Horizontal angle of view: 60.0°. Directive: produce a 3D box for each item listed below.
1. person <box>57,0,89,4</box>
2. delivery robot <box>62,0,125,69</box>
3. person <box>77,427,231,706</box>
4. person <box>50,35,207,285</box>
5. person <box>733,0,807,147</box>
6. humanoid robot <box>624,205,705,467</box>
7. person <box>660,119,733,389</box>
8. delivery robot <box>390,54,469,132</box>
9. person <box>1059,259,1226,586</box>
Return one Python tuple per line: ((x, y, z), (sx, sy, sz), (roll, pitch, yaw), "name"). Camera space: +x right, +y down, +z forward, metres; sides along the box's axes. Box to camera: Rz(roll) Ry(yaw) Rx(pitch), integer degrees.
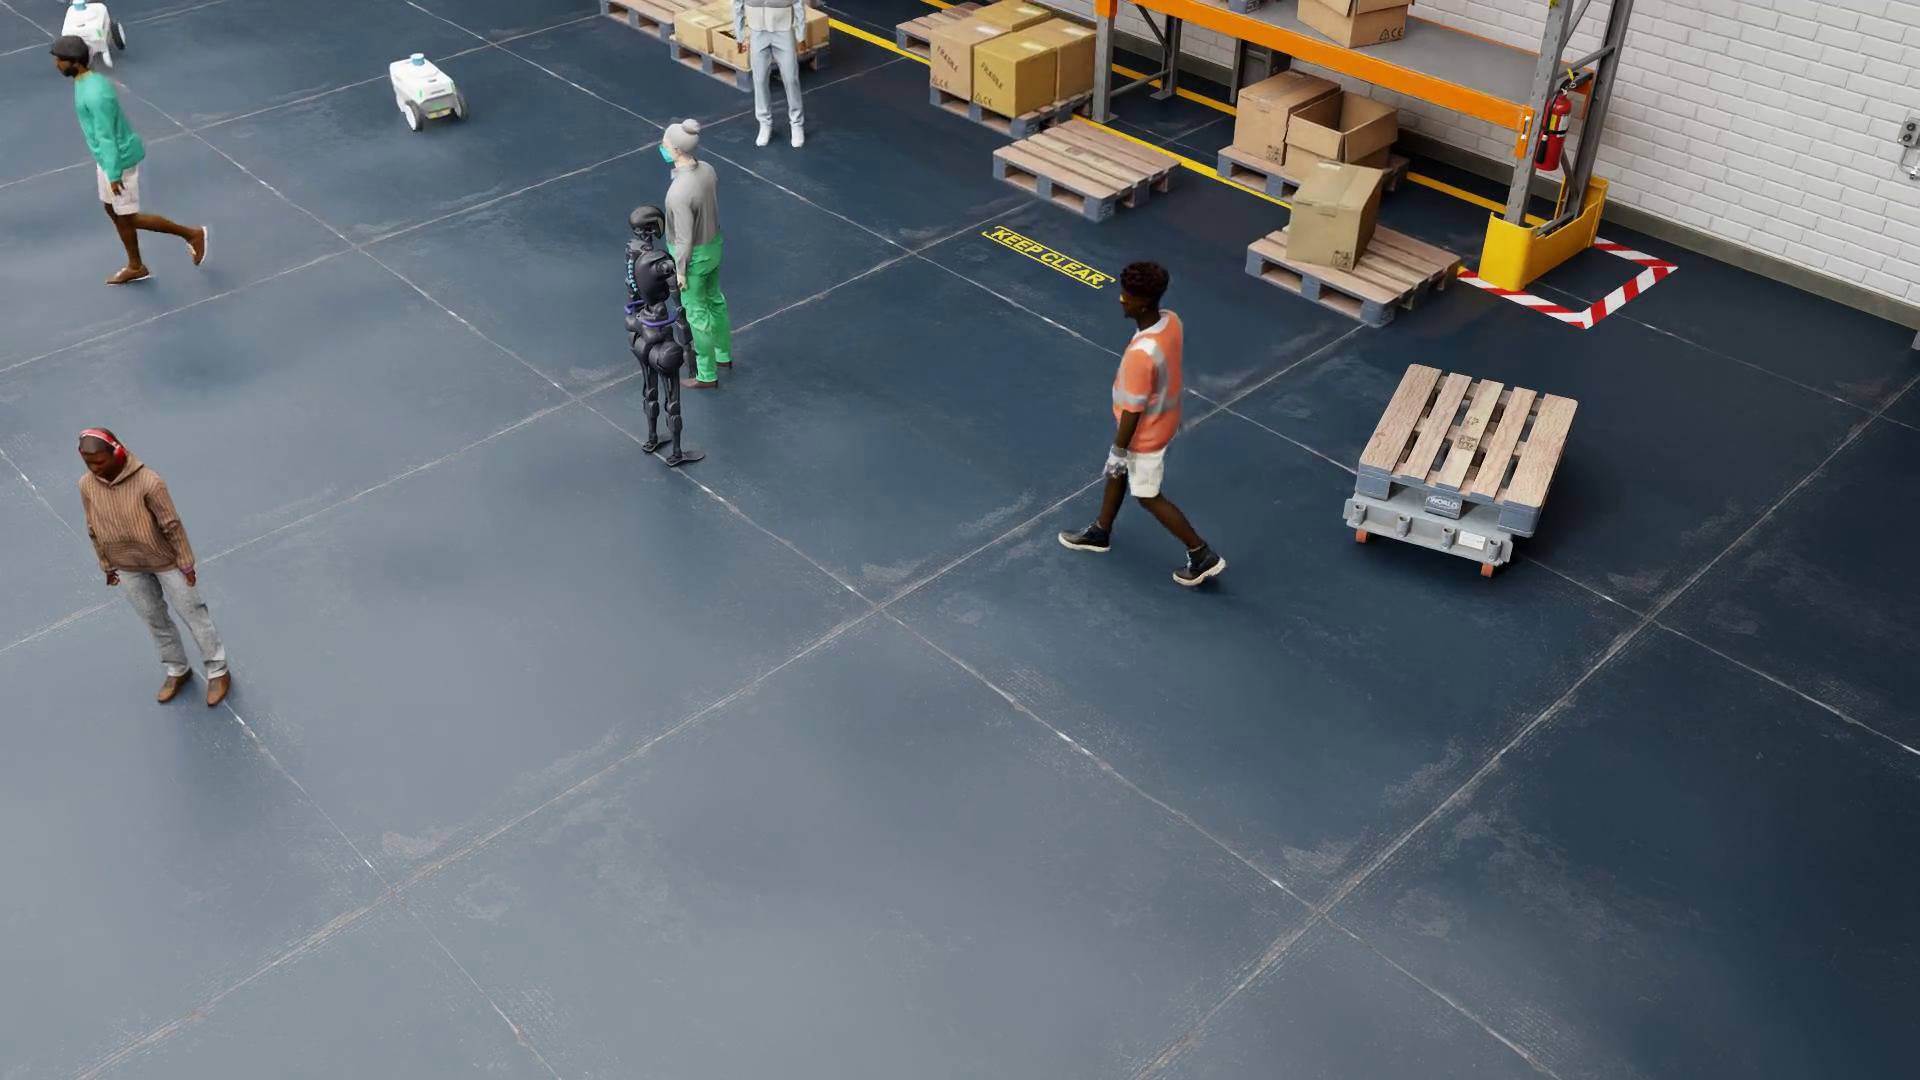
((-9.105, -6.290, 16.409), (0.457, 2.020, 0.647), (21, 42, 26), "person")
((-8.179, -4.763, 15.618), (0.499, 0.614, 0.803), (-11, 39, -15), "delivery robot")
((-4.009, 0.118, 8.237), (0.475, 1.641, 0.339), (1, 37, 1), "person")
((-5.924, -2.690, 11.801), (0.695, 1.830, 0.517), (-20, 42, -25), "person")
((-1.561, -4.202, 13.742), (0.600, 1.904, 0.394), (2, 37, 3), "person")
((-1.815, -1.239, 9.994), (0.315, 1.657, 0.599), (-28, 45, -32), "humanoid robot")
((-1.701, -1.831, 10.653), (0.328, 1.840, 0.525), (11, 38, 14), "person")
((-4.670, -3.935, 14.498), (0.499, 0.585, 0.785), (-24, 43, -28), "delivery robot")
((1.048, -0.617, 8.980), (0.944, 1.925, 0.608), (12, 39, 15), "person")
